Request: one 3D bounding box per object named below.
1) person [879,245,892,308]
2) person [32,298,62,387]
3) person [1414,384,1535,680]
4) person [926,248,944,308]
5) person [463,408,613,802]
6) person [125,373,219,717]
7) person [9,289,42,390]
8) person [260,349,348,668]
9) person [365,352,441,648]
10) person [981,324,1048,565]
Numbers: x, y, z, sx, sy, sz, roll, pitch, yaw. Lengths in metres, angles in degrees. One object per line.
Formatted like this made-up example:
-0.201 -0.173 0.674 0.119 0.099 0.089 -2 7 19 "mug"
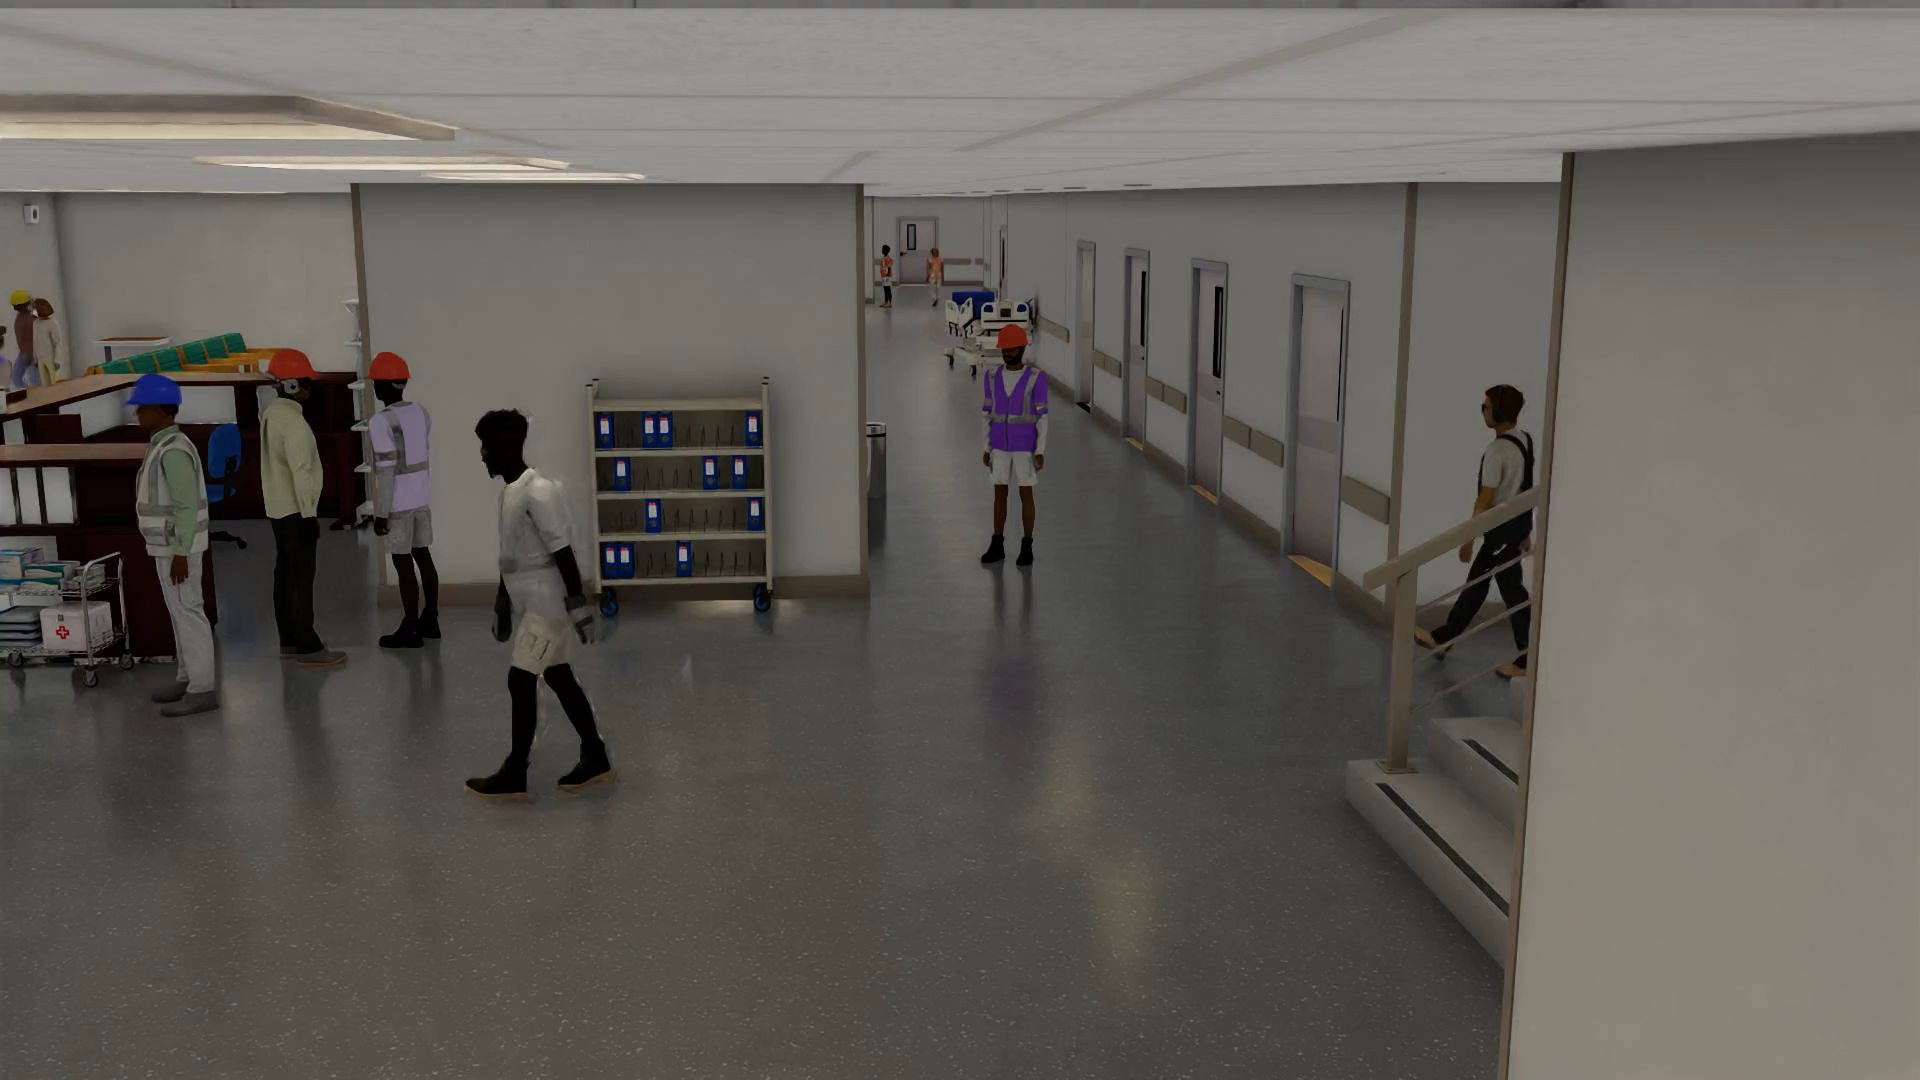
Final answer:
-2.016 -7.189 45.328 0.318 1.700 0.535 -5 12 -21 "person"
-12.015 -2.360 21.899 0.503 1.633 0.280 6 13 27 "person"
3.216 -0.055 10.210 0.932 1.797 0.537 9 14 37 "person"
-0.653 -7.075 44.944 0.524 1.624 0.446 -4 12 -18 "person"
-2.119 0.321 8.118 0.824 1.905 0.693 -5 13 -24 "person"
-4.472 0.022 9.471 0.378 1.949 0.614 -7 14 -32 "person"
-12.515 -2.469 22.174 0.565 1.730 0.529 11 16 43 "person"
-4.160 -0.200 10.447 0.391 1.995 0.613 -9 14 -37 "person"
-3.662 -0.257 10.869 0.374 1.939 0.545 3 12 16 "person"
0.426 -0.760 13.323 0.547 1.939 0.376 5 13 23 "person"
